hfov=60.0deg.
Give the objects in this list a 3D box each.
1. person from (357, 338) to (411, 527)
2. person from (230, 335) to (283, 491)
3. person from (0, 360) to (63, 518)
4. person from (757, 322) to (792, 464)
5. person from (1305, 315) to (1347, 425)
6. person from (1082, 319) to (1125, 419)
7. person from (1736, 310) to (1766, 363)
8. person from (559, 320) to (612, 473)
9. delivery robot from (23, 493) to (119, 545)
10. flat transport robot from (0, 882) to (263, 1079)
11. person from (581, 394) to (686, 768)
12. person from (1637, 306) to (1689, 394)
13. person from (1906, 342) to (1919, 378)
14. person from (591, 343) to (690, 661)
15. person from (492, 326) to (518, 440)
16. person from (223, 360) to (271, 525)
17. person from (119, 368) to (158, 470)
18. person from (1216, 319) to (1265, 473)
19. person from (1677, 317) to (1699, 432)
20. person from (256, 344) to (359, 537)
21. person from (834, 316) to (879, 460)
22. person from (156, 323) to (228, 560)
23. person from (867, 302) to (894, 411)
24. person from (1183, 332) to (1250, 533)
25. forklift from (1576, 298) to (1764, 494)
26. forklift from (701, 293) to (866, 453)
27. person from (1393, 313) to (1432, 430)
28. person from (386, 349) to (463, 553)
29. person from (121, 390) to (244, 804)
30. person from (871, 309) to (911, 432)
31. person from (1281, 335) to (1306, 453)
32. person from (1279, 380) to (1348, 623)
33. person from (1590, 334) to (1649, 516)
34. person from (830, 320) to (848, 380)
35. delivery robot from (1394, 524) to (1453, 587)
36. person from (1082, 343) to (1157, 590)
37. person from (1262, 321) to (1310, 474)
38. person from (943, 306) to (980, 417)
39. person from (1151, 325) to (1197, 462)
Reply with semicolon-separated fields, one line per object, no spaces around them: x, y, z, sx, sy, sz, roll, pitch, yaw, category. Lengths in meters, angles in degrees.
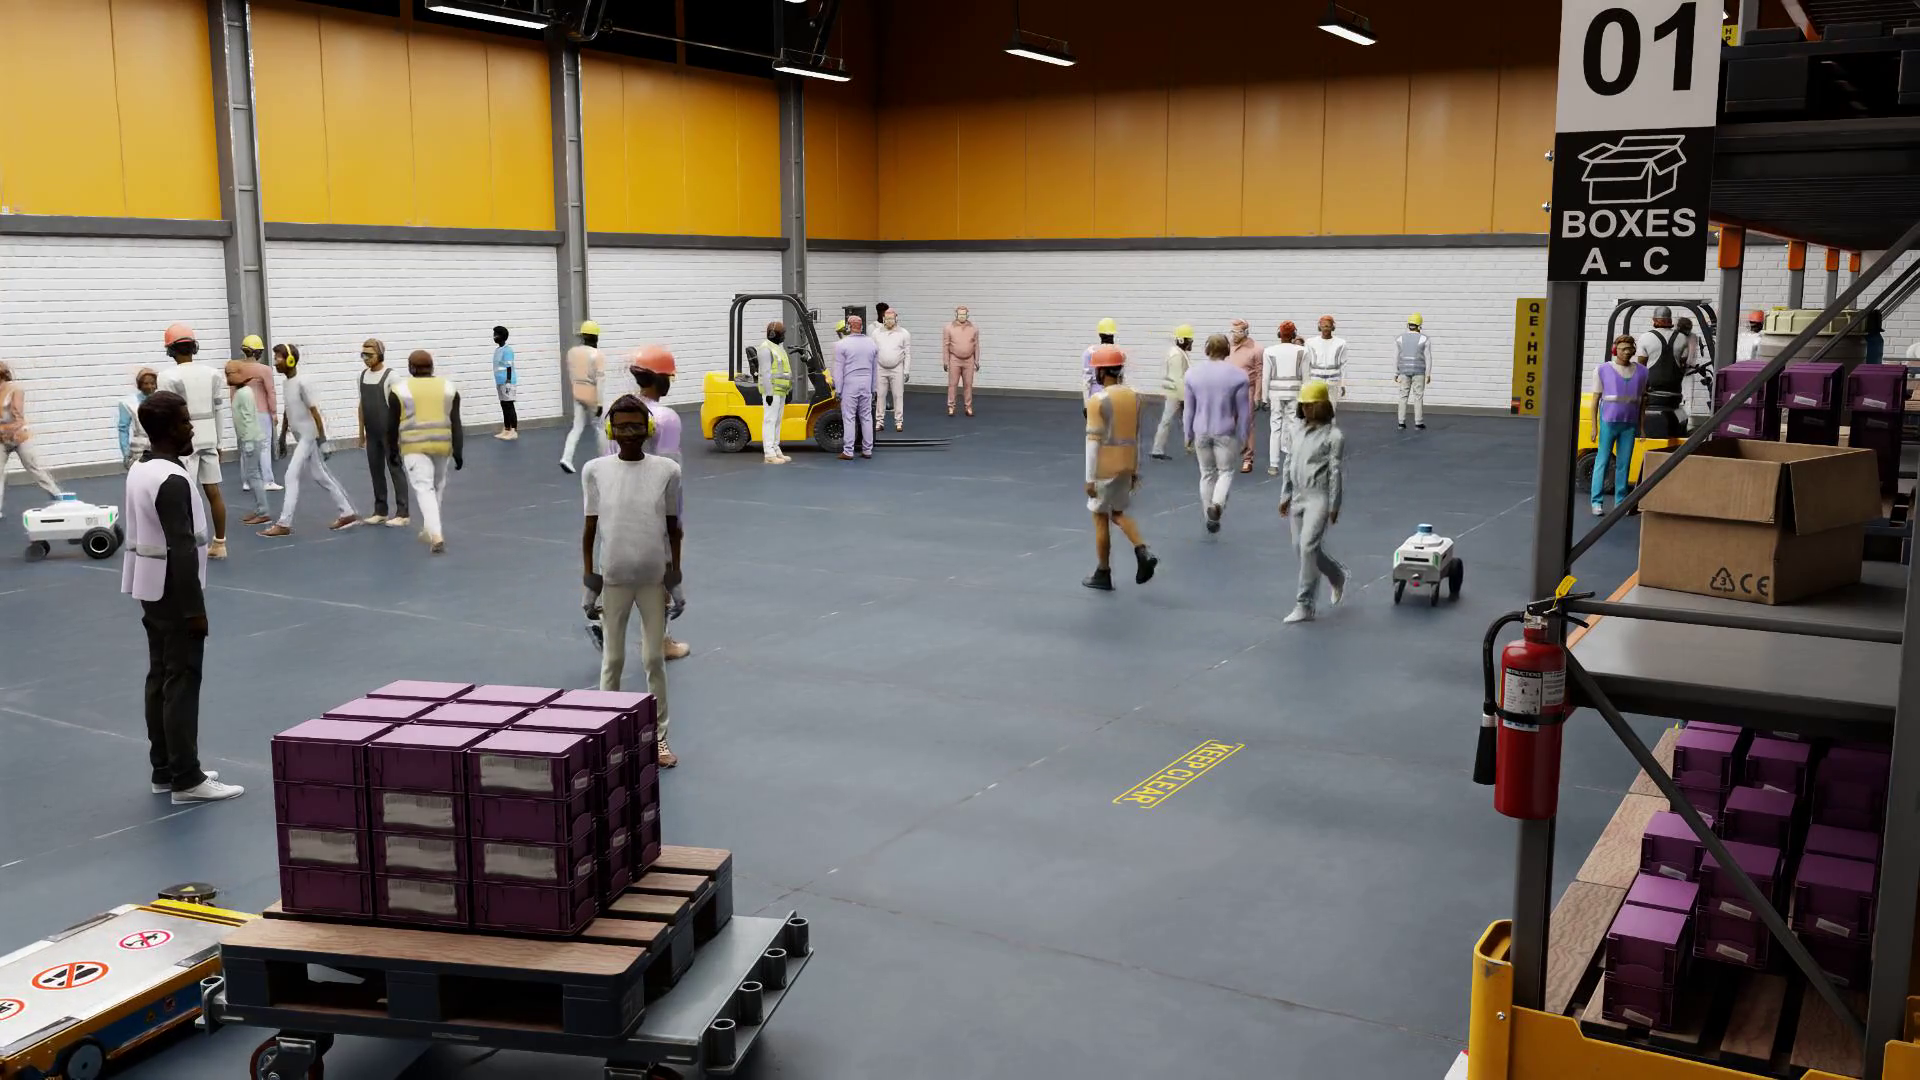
-5.622;-1.036;16.142;0.504;1.837;0.351;4;10;24;person
-7.951;-1.427;18.785;0.533;1.767;0.325;1;9;8;person
-9.531;-1.026;16.806;0.514;1.597;0.859;3;10;20;person
-2.389;-1.906;21.557;0.429;1.839;0.621;2;9;11;person
5.035;-2.158;22.973;0.584;1.882;0.337;2;9;11;person
1.755;-1.669;19.908;0.624;1.925;0.480;-5;10;-29;person
11.597;-2.393;24.330;0.616;1.915;0.578;-5;10;-26;person
-4.624;-1.773;20.577;0.588;1.889;0.932;4;10;25;person
-7.686;-0.165;14.383;0.707;0.478;0.477;-3;10;-20;delivery robot
-2.809;1.465;5.384;0.652;0.197;1.431;3;10;21;flat transport robot
-1.617;0.212;8.231;0.510;1.872;0.328;-3;9;-16;person
9.403;-2.150;22.443;0.690;2.000;0.538;0;9;-2;person
11.600;-1.684;19.855;0.630;1.938;0.372;4;10;26;person
-1.973;-0.211;10.377;0.643;2.029;0.563;8;12;41;person
-6.743;-2.325;24.628;0.320;1.690;0.537;-6;11;-35;person
-7.003;-0.956;16.327;0.348;1.611;0.508;-6;11;-32;person
-7.335;-0.759;15.114;0.529;1.600;0.742;-5;10;-27;person
3.434;-1.779;20.564;0.636;1.902;0.404;7;11;36;person
11.197;-2.562;25.851;0.638;1.774;0.930;-1;9;-6;person
-6.177;-0.953;15.720;0.953;1.813;0.558;-7;11;-36;person
-1.387;-2.007;21.999;0.643;1.902;0.401;-6;11;-35;person
-6.505;-0.803;14.051;0.393;2.036;0.605;5;10;27;person
-1.393;-3.229;29.474;0.387;1.951;0.610;6;11;34;person
2.379;-0.981;15.533;0.637;1.919;0.729;3;10;19;person
7.954;-1.589;18.462;2.313;2.155;1.214;5;11;30;forklift
-2.458;-2.344;23.176;2.313;2.155;1.214;0;9;-2;forklift
7.136;-2.648;26.198;0.602;1.830;0.404;5;11;31;person
-4.752;-0.804;14.827;0.621;1.792;1.001;-6;11;-33;person
-3.661;0.267;7.731;0.392;1.922;0.590;-8;12;-41;person
-1.094;-2.633;25.869;0.639;1.909;0.409;1;9;5;person
4.561;-1.998;22.784;0.555;1.625;0.381;-7;12;-38;person
2.570;-0.291;11.869;0.722;1.720;0.490;-6;11;-33;person
6.673;-1.162;16.883;0.571;1.843;0.373;-1;9;-4;person
-1.763;-2.501;25.567;0.554;1.746;0.416;-7;11;-37;person
3.510;0.124;12.579;0.477;0.478;0.707;4;10;24;delivery robot
1.205;-0.545;12.786;0.571;1.922;0.574;-7;12;-39;person
3.979;-1.732;20.327;0.574;1.883;0.355;2;9;10;person
0.029;-3.070;28.608;0.652;1.904;0.402;-2;9;-11;person
2.931;-1.896;21.644;0.921;1.781;0.627;2;9;14;person
